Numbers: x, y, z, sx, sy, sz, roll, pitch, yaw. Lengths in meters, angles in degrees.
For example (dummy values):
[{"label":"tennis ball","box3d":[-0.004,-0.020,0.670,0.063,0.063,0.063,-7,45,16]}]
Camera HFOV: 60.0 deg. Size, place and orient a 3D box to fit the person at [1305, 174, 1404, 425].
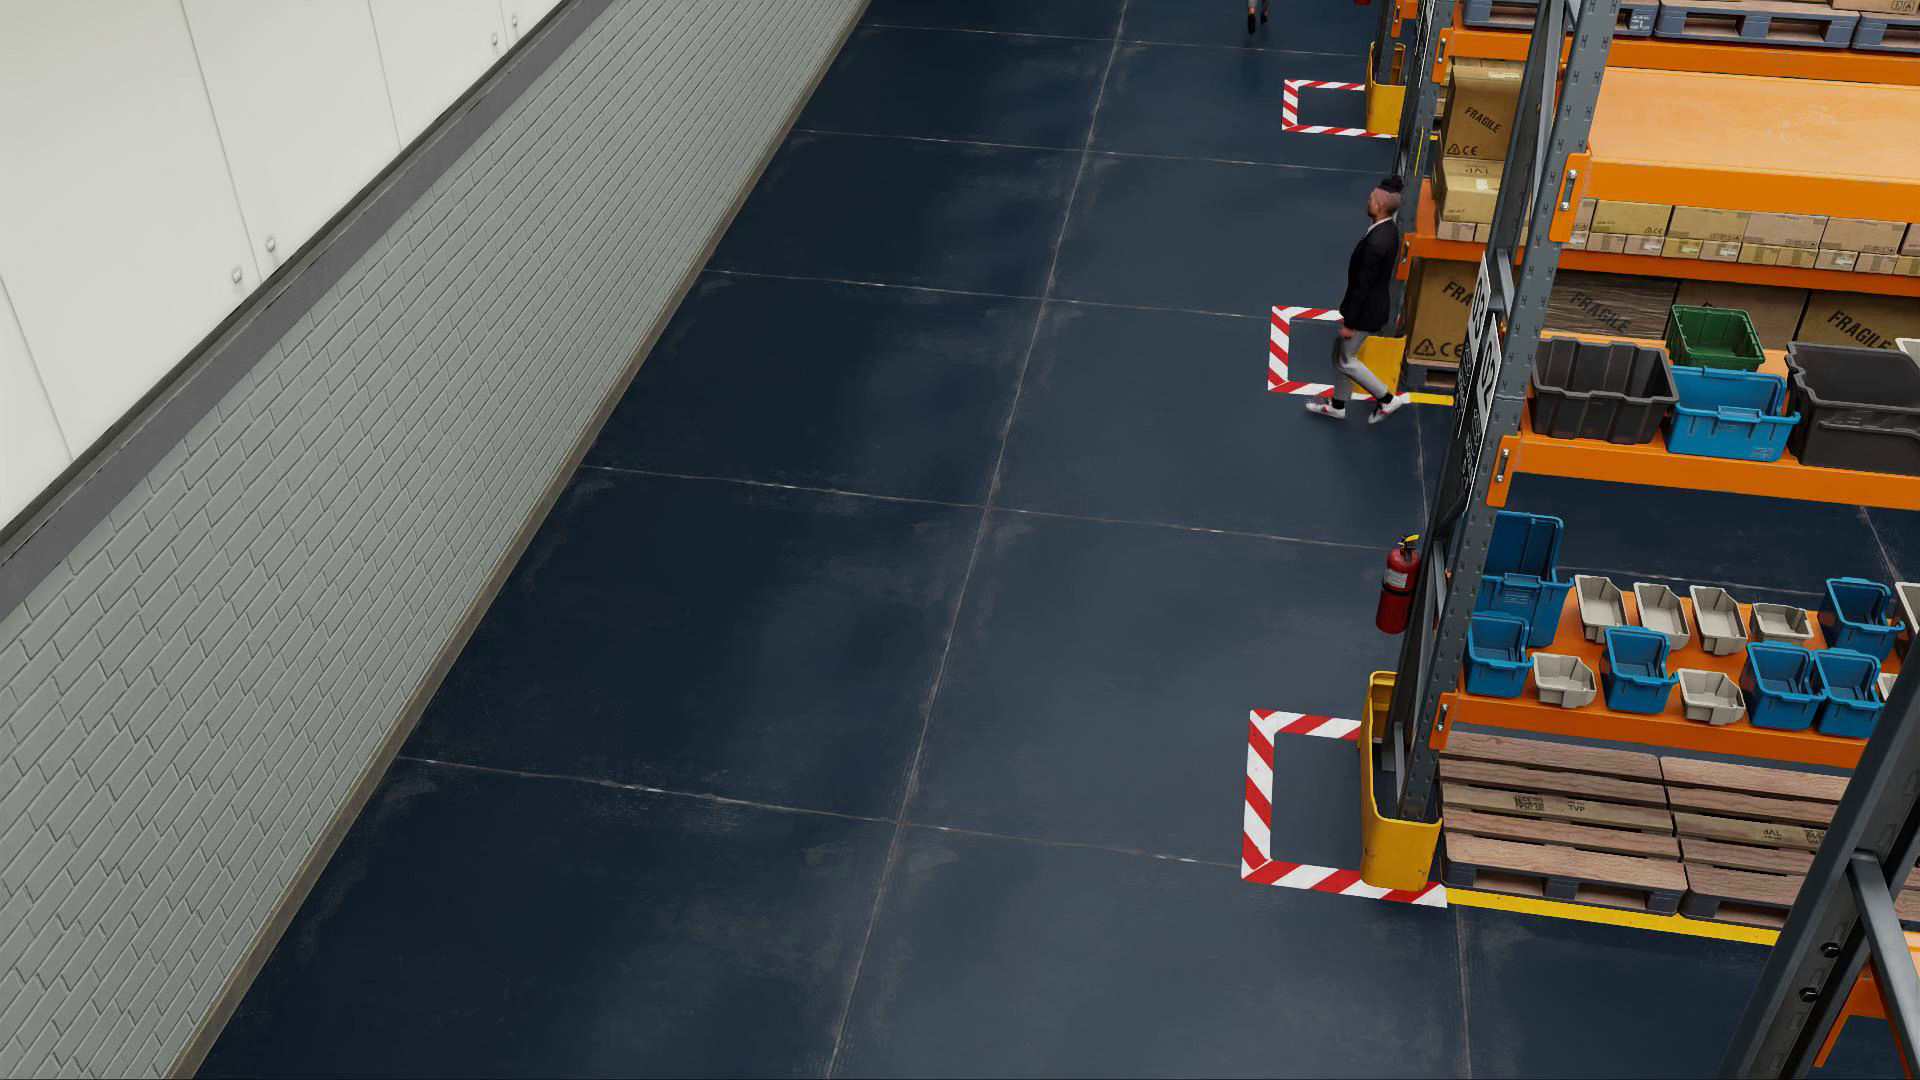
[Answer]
[{"label":"person","box3d":[2.952,-1.641,11.802,0.999,1.932,0.838,12,39,15]}]
